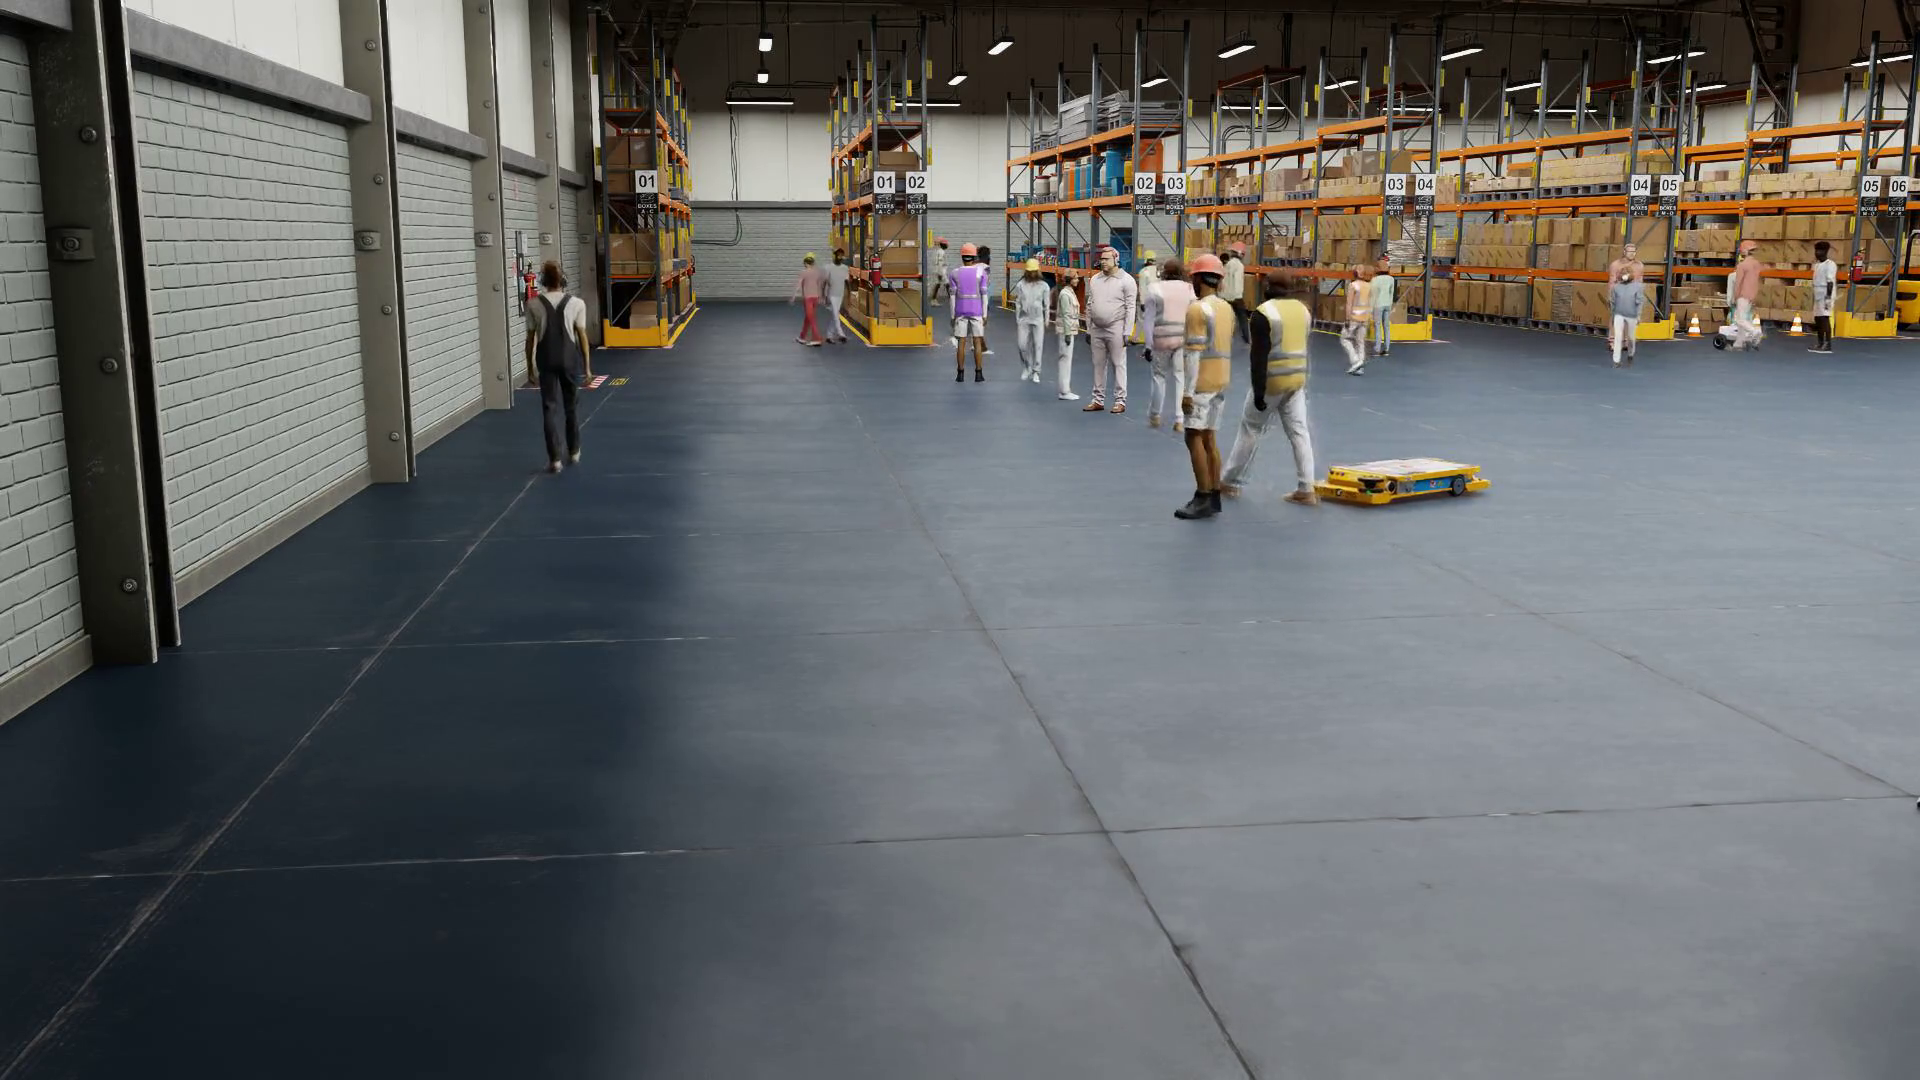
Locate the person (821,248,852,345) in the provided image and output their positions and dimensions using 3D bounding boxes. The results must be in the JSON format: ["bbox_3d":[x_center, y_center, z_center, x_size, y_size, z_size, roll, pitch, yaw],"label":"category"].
[{"bbox_3d":[-2.296,-4.541,31.138,0.507,1.808,1.008,-8,13,-36],"label":"person"}]

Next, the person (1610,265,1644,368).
[{"bbox_3d":[10.404,-3.495,25.972,0.496,1.598,0.781,5,12,27],"label":"person"}]

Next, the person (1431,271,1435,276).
[{"bbox_3d":[14.764,-8.460,52.093,0.373,1.997,0.616,7,13,34],"label":"person"}]

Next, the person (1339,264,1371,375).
[{"bbox_3d":[5.795,-3.217,24.348,0.549,1.625,0.372,-9,13,-39],"label":"person"}]

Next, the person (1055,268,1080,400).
[{"bbox_3d":[1.344,-2.564,20.769,0.313,1.636,0.516,2,10,9],"label":"person"}]

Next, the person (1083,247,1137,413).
[{"bbox_3d":[1.714,-2.421,19.236,0.641,1.908,0.407,8,13,37],"label":"person"}]

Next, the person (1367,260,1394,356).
[{"bbox_3d":[7.199,-3.967,28.459,0.497,1.633,0.285,-6,12,-30],"label":"person"}]

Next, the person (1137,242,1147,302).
[{"bbox_3d":[5.400,-7.874,49.254,0.478,1.873,0.775,-3,11,-17],"label":"person"}]

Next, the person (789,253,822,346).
[{"bbox_3d":[-2.874,-4.485,31.093,0.869,1.707,0.628,8,13,39],"label":"person"}]

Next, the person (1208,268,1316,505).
[{"bbox_3d":[2.380,-1.179,12.774,0.630,1.780,0.951,-7,13,-35],"label":"person"}]

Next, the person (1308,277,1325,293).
[{"bbox_3d":[9.532,-7.174,44.959,0.621,2.026,0.777,-3,11,-18],"label":"person"}]

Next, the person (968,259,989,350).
[{"bbox_3d":[0.245,-4.240,29.985,0.541,1.608,0.681,-1,10,-5],"label":"person"}]

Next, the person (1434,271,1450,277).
[{"bbox_3d":[13.969,-7.618,48.017,0.595,1.788,0.959,-3,11,-16],"label":"person"}]

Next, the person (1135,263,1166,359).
[{"bbox_3d":[3.297,-3.745,27.349,0.840,1.593,0.507,-7,12,-32],"label":"person"}]

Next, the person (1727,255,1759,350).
[{"bbox_3d":[14.109,-4.297,30.007,0.524,1.731,0.850,4,11,22],"label":"person"}]

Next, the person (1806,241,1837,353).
[{"bbox_3d":[15.117,-4.251,29.172,0.420,1.951,0.618,0,10,0],"label":"person"}]

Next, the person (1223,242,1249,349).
[{"bbox_3d":[4.935,-4.408,30.078,1.047,1.938,0.634,-4,11,-21],"label":"person"}]

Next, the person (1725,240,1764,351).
[{"bbox_3d":[13.923,-4.293,29.346,0.617,1.971,0.684,-7,12,-32],"label":"person"}]

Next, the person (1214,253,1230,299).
[{"bbox_3d":[6.036,-5.700,37.902,0.541,1.650,0.874,-2,11,-13],"label":"person"}]

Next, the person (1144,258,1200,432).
[{"bbox_3d":[2.237,-2.066,17.598,0.651,1.791,0.955,-1,10,-4],"label":"person"}]

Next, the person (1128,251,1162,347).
[{"bbox_3d":[3.466,-4.377,30.320,0.588,1.775,0.955,-6,12,-29],"label":"person"}]

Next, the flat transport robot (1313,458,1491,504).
[{"bbox_3d":[3.461,-0.480,13.079,1.431,0.197,0.652,-7,13,-36],"label":"flat transport robot"}]

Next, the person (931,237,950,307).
[{"bbox_3d":[-0.396,-7.738,48.121,1.002,1.995,0.639,-1,10,-7],"label":"person"}]

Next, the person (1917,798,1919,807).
[{"bbox_3d":[3.666,0.044,5.662,0.385,1.928,0.589,-6,12,-31],"label":"person"}]

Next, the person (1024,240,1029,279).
[{"bbox_3d":[2.022,-7.922,49.303,0.370,1.940,0.630,-1,10,-5],"label":"person"}]

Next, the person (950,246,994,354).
[{"bbox_3d":[0.202,-4.108,28.571,0.839,1.881,0.619,-6,12,-28],"label":"person"}]

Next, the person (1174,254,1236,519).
[{"bbox_3d":[1.749,-1.117,12.142,0.388,1.901,0.725,7,13,35],"label":"person"}]

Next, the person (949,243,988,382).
[{"bbox_3d":[0.121,-3.183,23.328,0.542,1.938,0.357,0,10,2],"label":"person"}]

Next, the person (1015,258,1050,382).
[{"bbox_3d":[1.010,-3.057,23.218,0.500,1.724,0.387,2,10,9],"label":"person"}]

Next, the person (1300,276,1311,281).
[{"bbox_3d":[8.735,-6.722,42.779,0.660,1.919,0.568,-1,10,-3],"label":"person"}]

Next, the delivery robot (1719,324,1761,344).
[{"bbox_3d":[14.003,-3.732,29.861,0.477,0.478,0.707,-5,12,-23],"label":"delivery robot"}]

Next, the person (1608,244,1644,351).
[{"bbox_3d":[11.816,-4.290,29.488,0.651,1.904,0.402,-1,10,-7],"label":"person"}]

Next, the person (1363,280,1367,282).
[{"bbox_3d":[12.453,-8.259,50.868,0.848,2.000,0.687,0,10,3],"label":"person"}]

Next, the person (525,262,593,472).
[{"bbox_3d":[-3.528,-1.531,14.637,0.563,1.798,0.938,-2,11,-12],"label":"person"}]
